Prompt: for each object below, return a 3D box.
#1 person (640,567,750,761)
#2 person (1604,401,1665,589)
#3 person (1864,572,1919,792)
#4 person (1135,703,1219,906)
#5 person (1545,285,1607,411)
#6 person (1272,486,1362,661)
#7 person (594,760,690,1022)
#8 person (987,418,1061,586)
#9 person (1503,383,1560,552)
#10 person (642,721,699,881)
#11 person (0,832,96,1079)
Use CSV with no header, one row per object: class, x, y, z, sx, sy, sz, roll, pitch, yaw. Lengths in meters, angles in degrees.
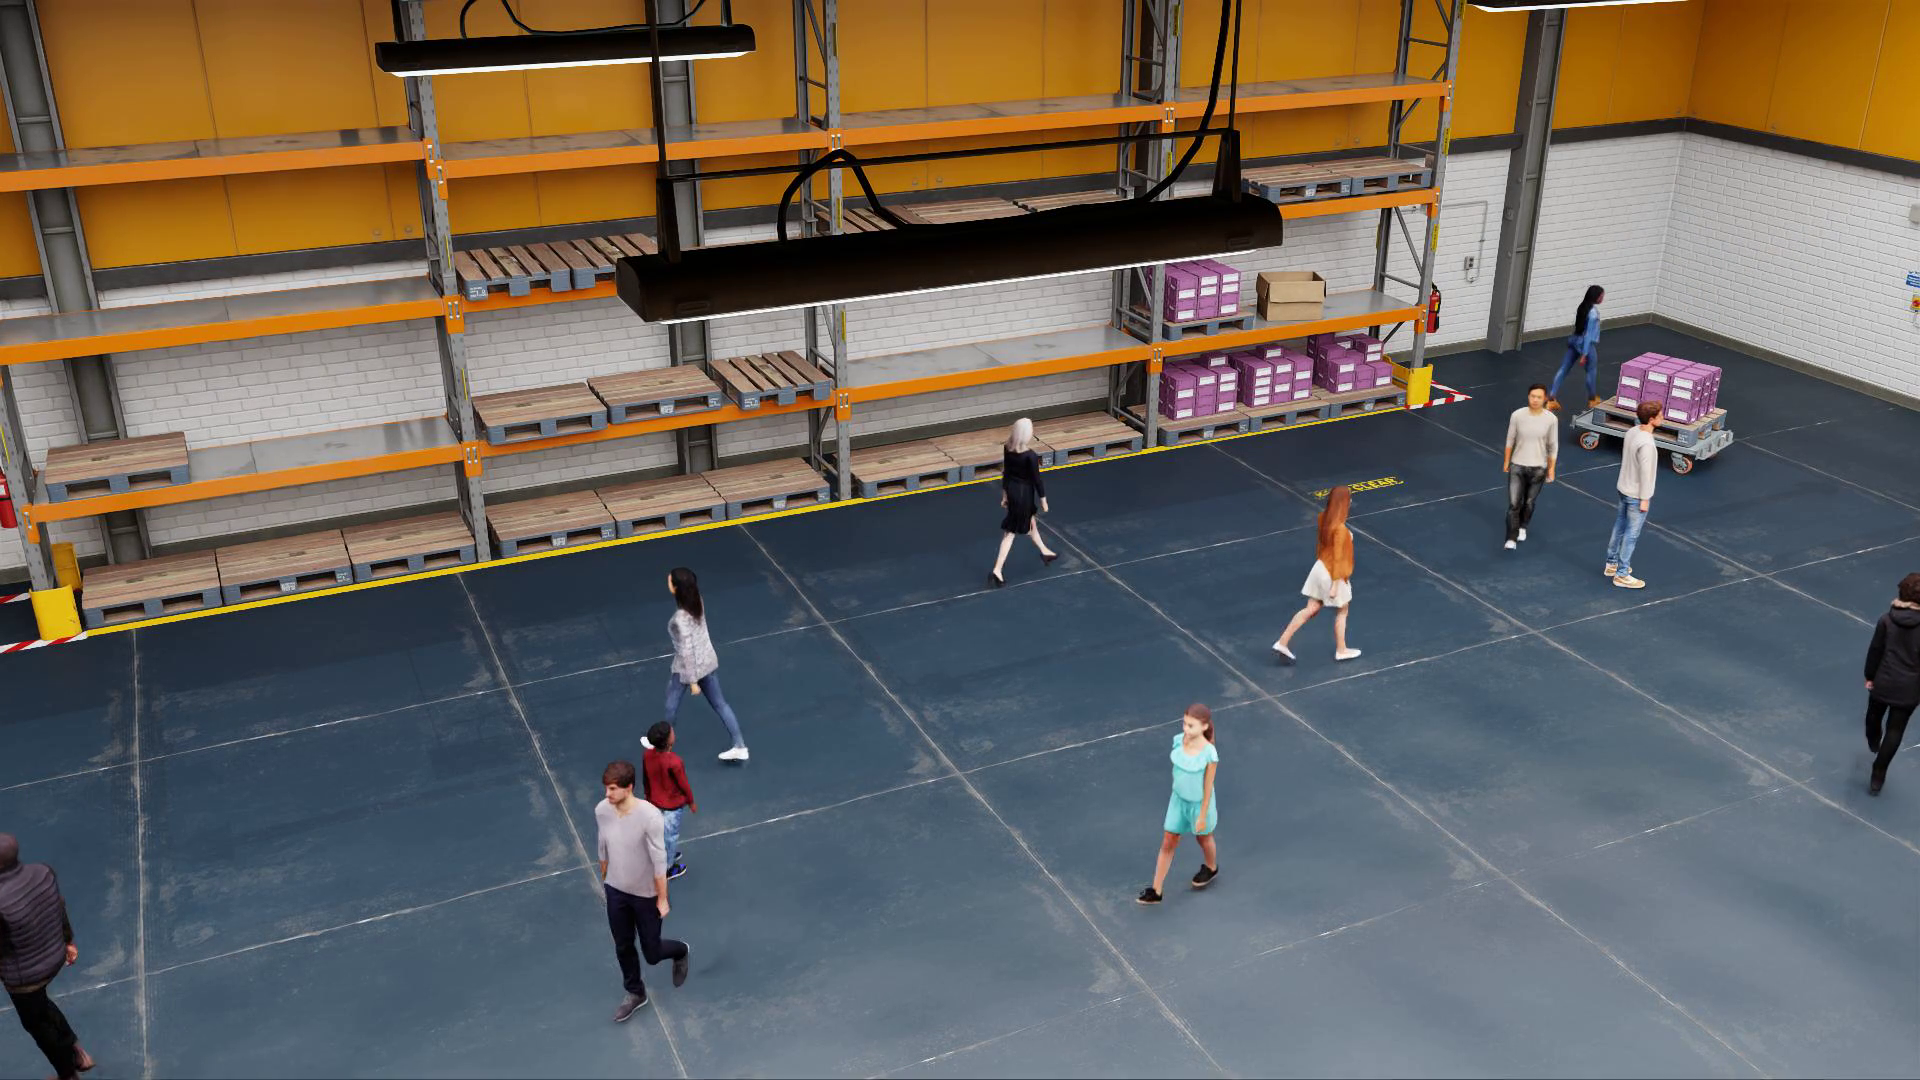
person,-2.031,1.036,13.216,1.180,1.684,1.133,9,25,20
person,6.654,-0.476,16.402,0.729,1.903,0.757,0,24,0
person,7.279,1.142,12.915,0.956,1.730,1.176,17,29,33
person,1.680,1.825,11.623,1.099,1.515,0.765,-20,31,-38
person,7.791,-2.389,21.065,1.181,1.672,0.916,-4,24,-9
person,3.200,0.340,14.802,1.111,1.689,0.728,-7,25,-15
person,-1.984,2.158,10.471,0.922,1.826,0.995,11,26,24
person,0.533,-0.327,16.313,1.214,1.700,0.813,-18,30,-36
person,5.916,-0.789,17.273,1.132,1.777,1.188,8,25,17
person,-2.127,1.878,11.837,0.583,1.246,0.614,19,30,36
person,-5.345,2.504,9.685,0.857,1.823,0.827,5,24,10
